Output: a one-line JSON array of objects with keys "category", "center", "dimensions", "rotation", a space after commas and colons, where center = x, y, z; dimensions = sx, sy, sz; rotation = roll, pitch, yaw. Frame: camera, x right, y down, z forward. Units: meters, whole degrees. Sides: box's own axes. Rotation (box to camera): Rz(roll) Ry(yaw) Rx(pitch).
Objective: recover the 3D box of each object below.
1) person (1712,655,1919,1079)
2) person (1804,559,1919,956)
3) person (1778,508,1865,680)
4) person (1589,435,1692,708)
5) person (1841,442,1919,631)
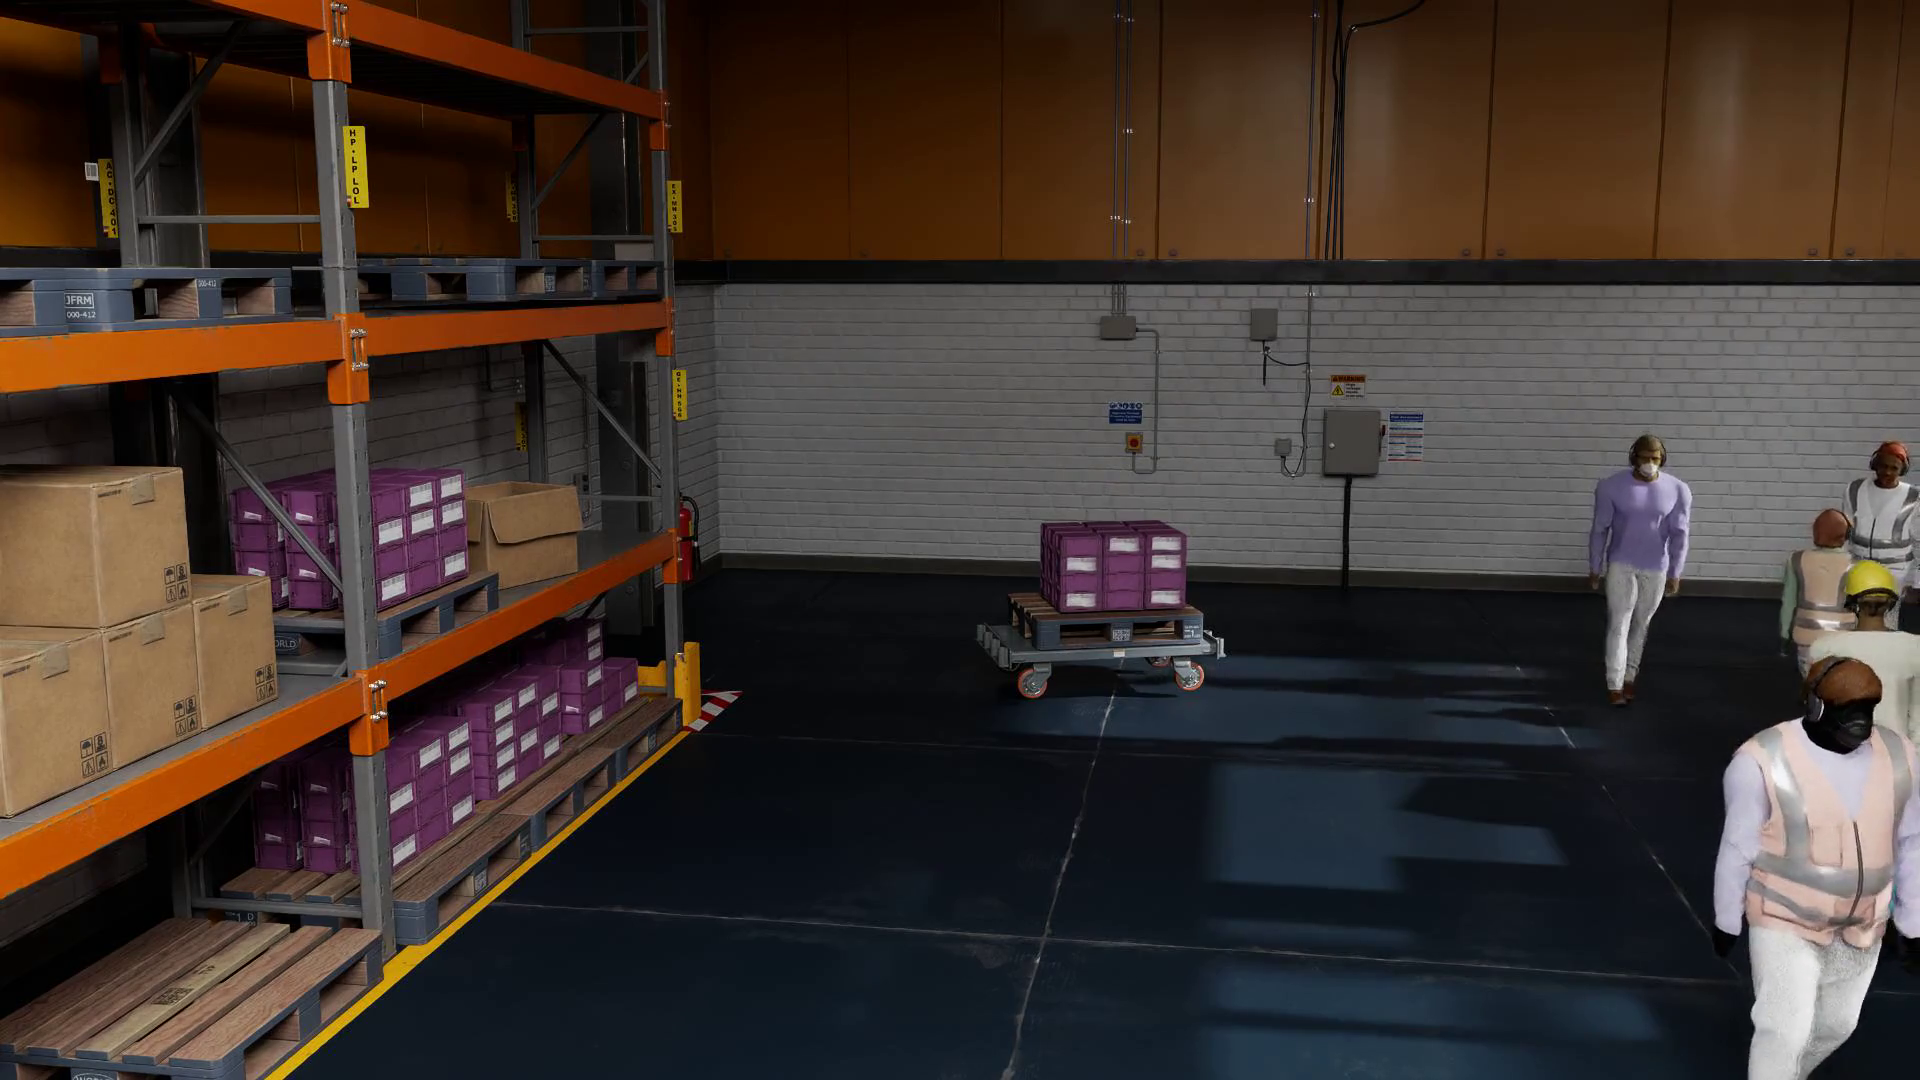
[{"category": "person", "center": [2.842, 1.250, 5.594], "dimensions": [0.646, 1.819, 0.682], "rotation": [-1, 9, -3]}, {"category": "person", "center": [4.072, 0.964, 7.467], "dimensions": [0.530, 1.740, 0.727], "rotation": [3, 10, 19]}, {"category": "person", "center": [5.242, 0.608, 10.099], "dimensions": [0.821, 1.604, 0.523], "rotation": [-8, 12, -40]}, {"category": "person", "center": [4.703, 0.233, 11.496], "dimensions": [0.629, 1.897, 0.934], "rotation": [2, 9, 13]}, {"category": "person", "center": [6.442, 0.229, 11.646], "dimensions": [0.513, 1.855, 0.607], "rotation": [-7, 12, -39]}]
